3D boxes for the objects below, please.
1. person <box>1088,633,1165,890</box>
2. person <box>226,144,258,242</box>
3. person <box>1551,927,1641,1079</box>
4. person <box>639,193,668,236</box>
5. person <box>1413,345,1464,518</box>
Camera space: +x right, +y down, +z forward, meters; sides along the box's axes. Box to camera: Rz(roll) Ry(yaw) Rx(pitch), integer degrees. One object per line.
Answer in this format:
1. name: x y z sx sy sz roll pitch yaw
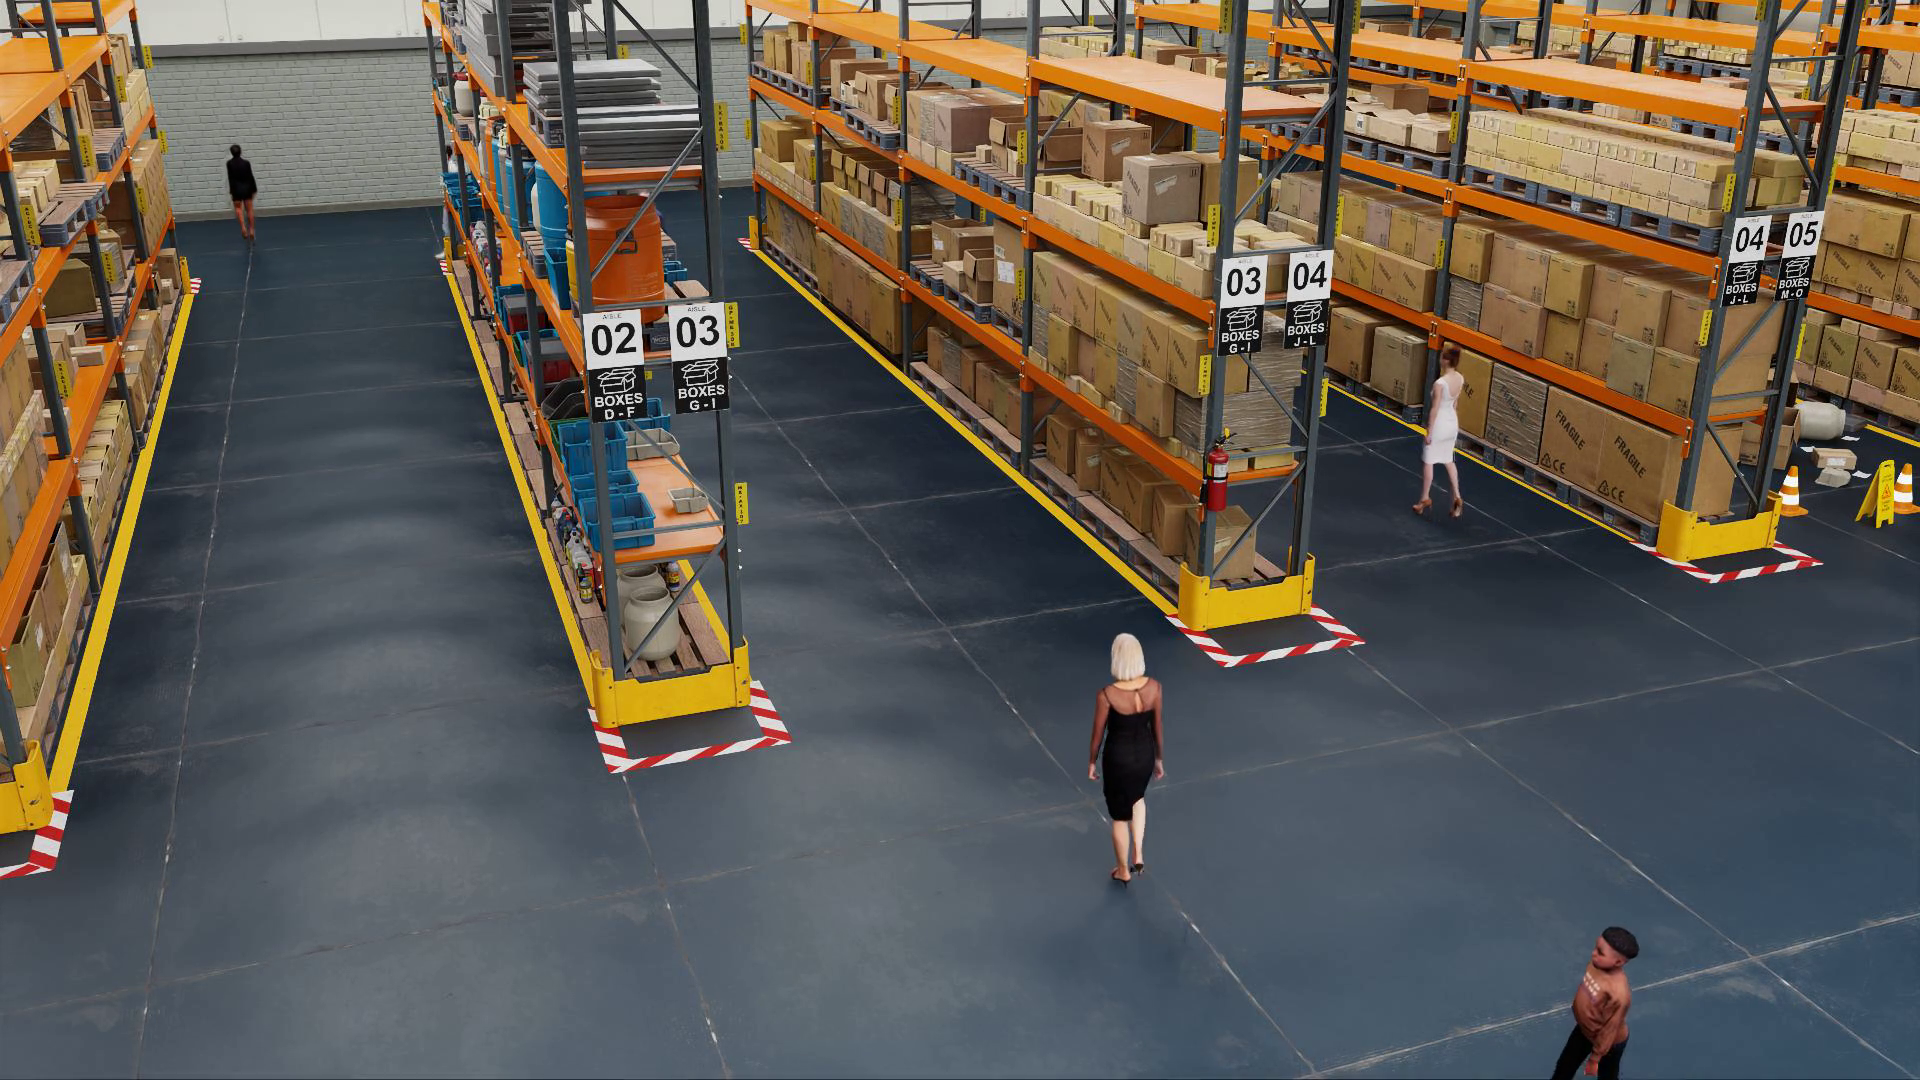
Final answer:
1. person: 1.067 1.421 10.278 0.626 1.737 0.594 -7 23 -16
2. person: -12.200 -5.886 28.289 0.605 1.628 0.631 -10 24 -23
3. person: 3.275 2.482 8.340 0.733 1.241 0.769 -1 22 -1
4. person: -4.364 -3.943 23.340 0.753 1.777 0.957 -8 24 -19
5. person: 4.737 -1.047 16.250 0.694 1.784 0.827 -13 25 -28
